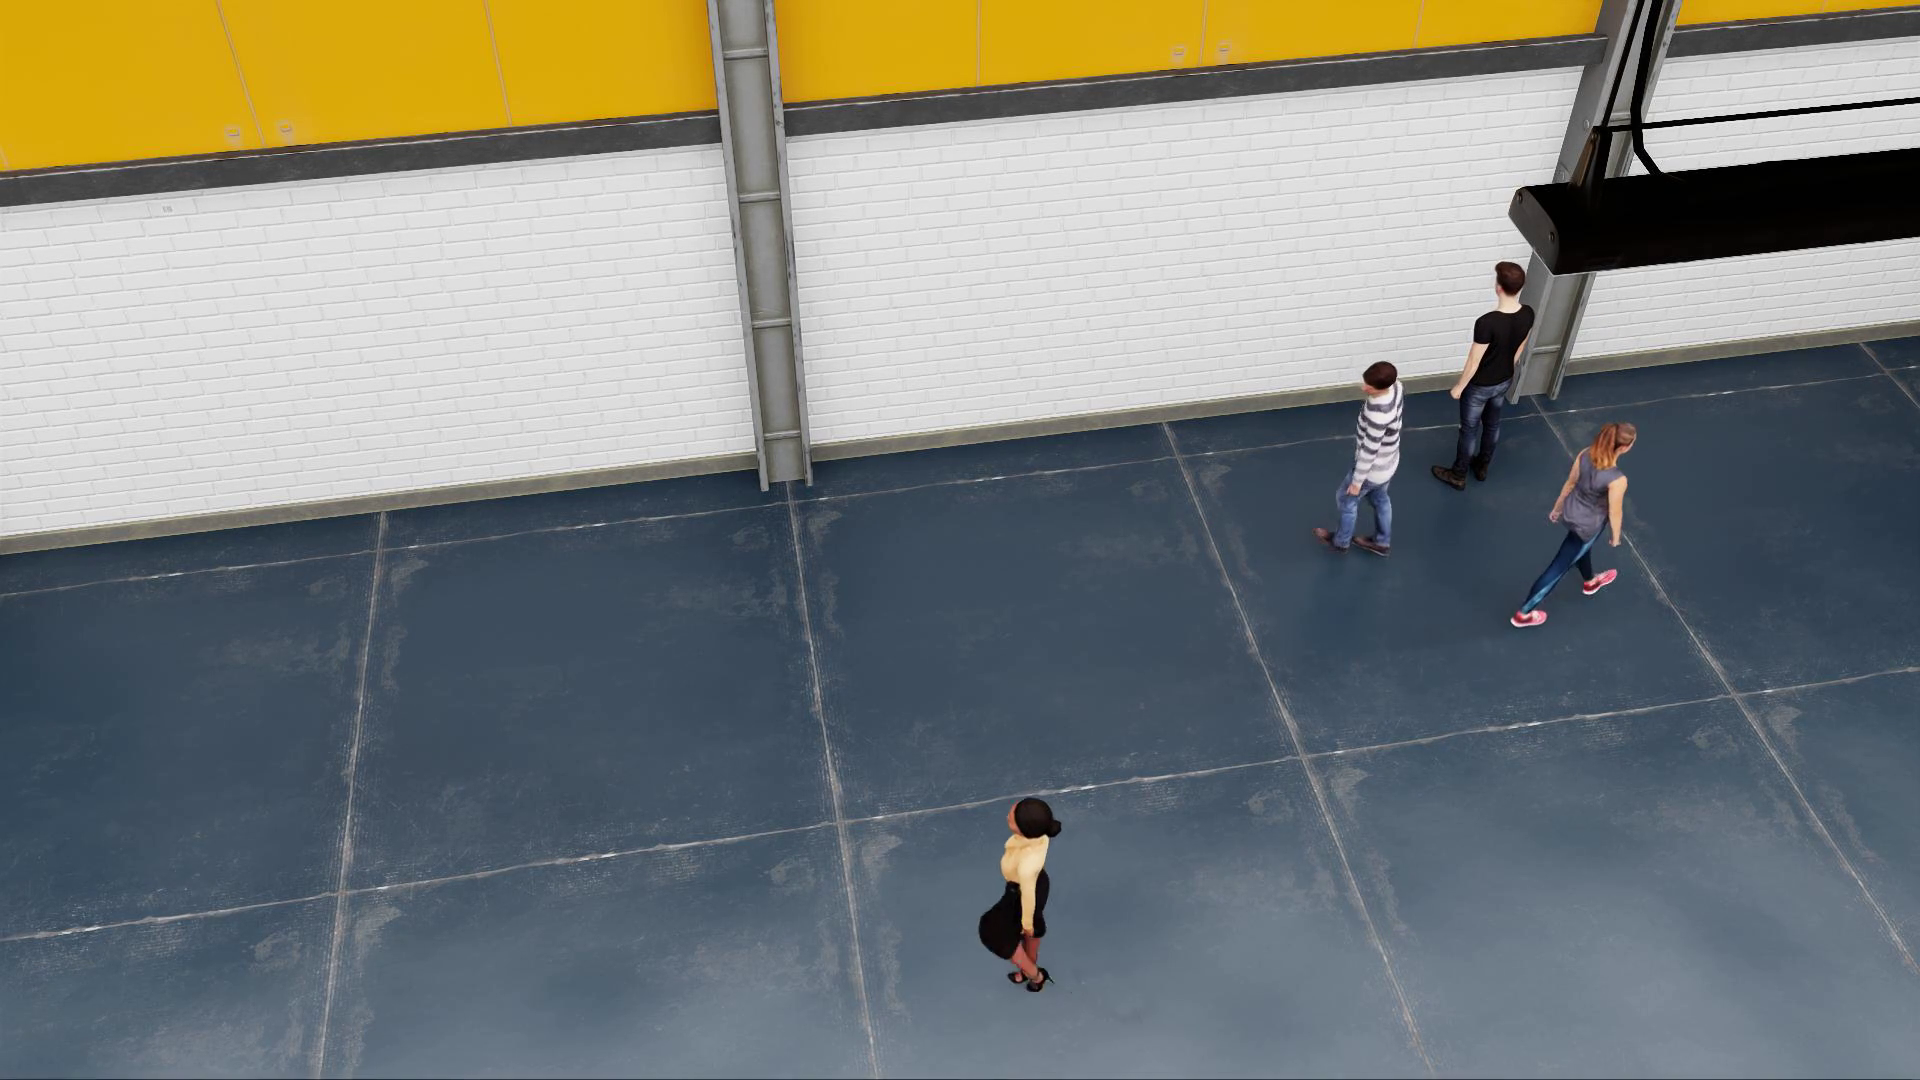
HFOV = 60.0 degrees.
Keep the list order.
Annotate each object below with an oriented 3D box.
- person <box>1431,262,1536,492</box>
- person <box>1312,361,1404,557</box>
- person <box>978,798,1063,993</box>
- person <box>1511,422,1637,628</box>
[{"bbox_3d":[3.821,-1.164,12.009,0.616,1.893,0.797,-18,47,-18],"label":"person"},{"bbox_3d":[2.845,-0.512,11.387,0.978,1.807,0.920,29,51,27],"label":"person"},{"bbox_3d":[0.416,1.940,8.931,0.786,1.643,0.720,12,45,12],"label":"person"},{"bbox_3d":[4.034,-0.061,11.004,1.148,1.681,0.719,-15,46,-15],"label":"person"}]
